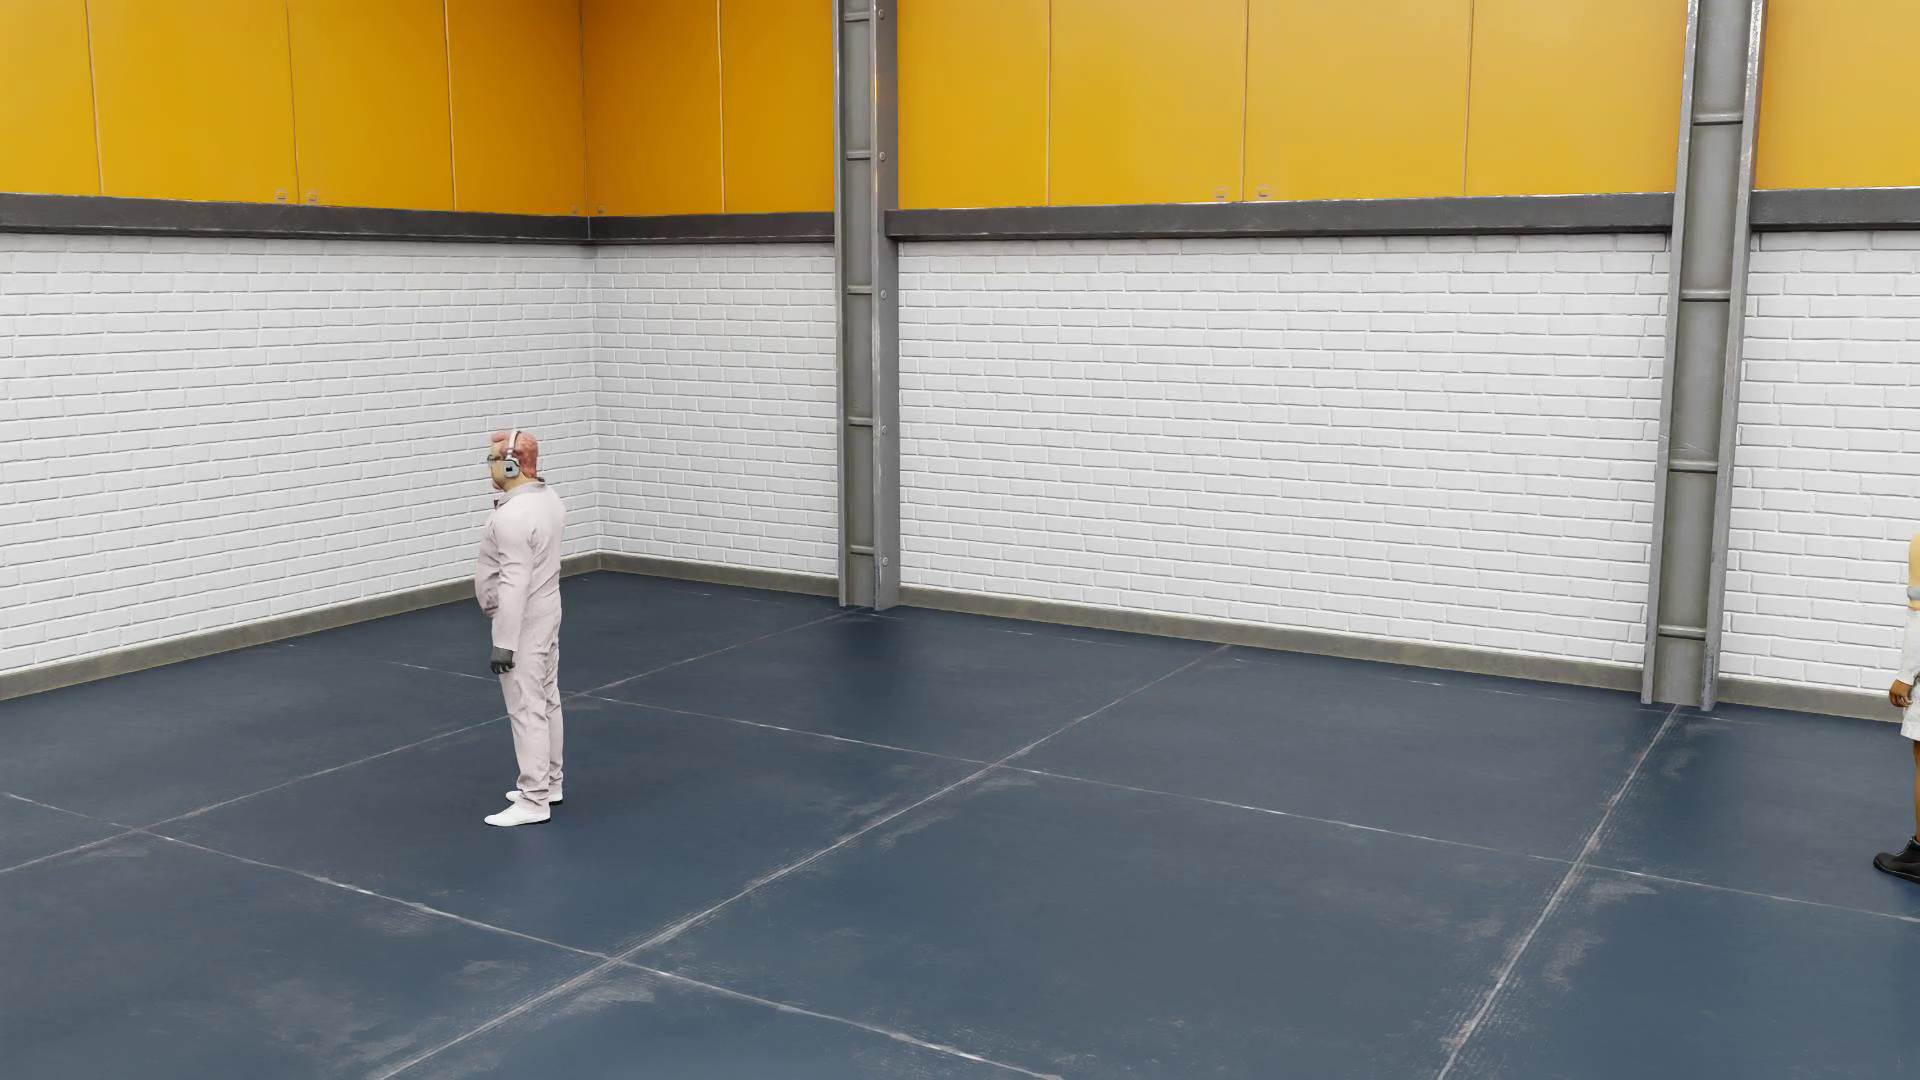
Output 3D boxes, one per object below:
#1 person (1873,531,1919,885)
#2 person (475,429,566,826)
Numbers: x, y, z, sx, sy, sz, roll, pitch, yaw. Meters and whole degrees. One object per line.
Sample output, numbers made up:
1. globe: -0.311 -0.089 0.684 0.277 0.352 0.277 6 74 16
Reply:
1. person: 4.287 0.534 7.209 0.547 1.938 0.359 -2 9 -13
2. person: -2.124 0.417 8.032 0.411 1.911 0.643 0 9 2
